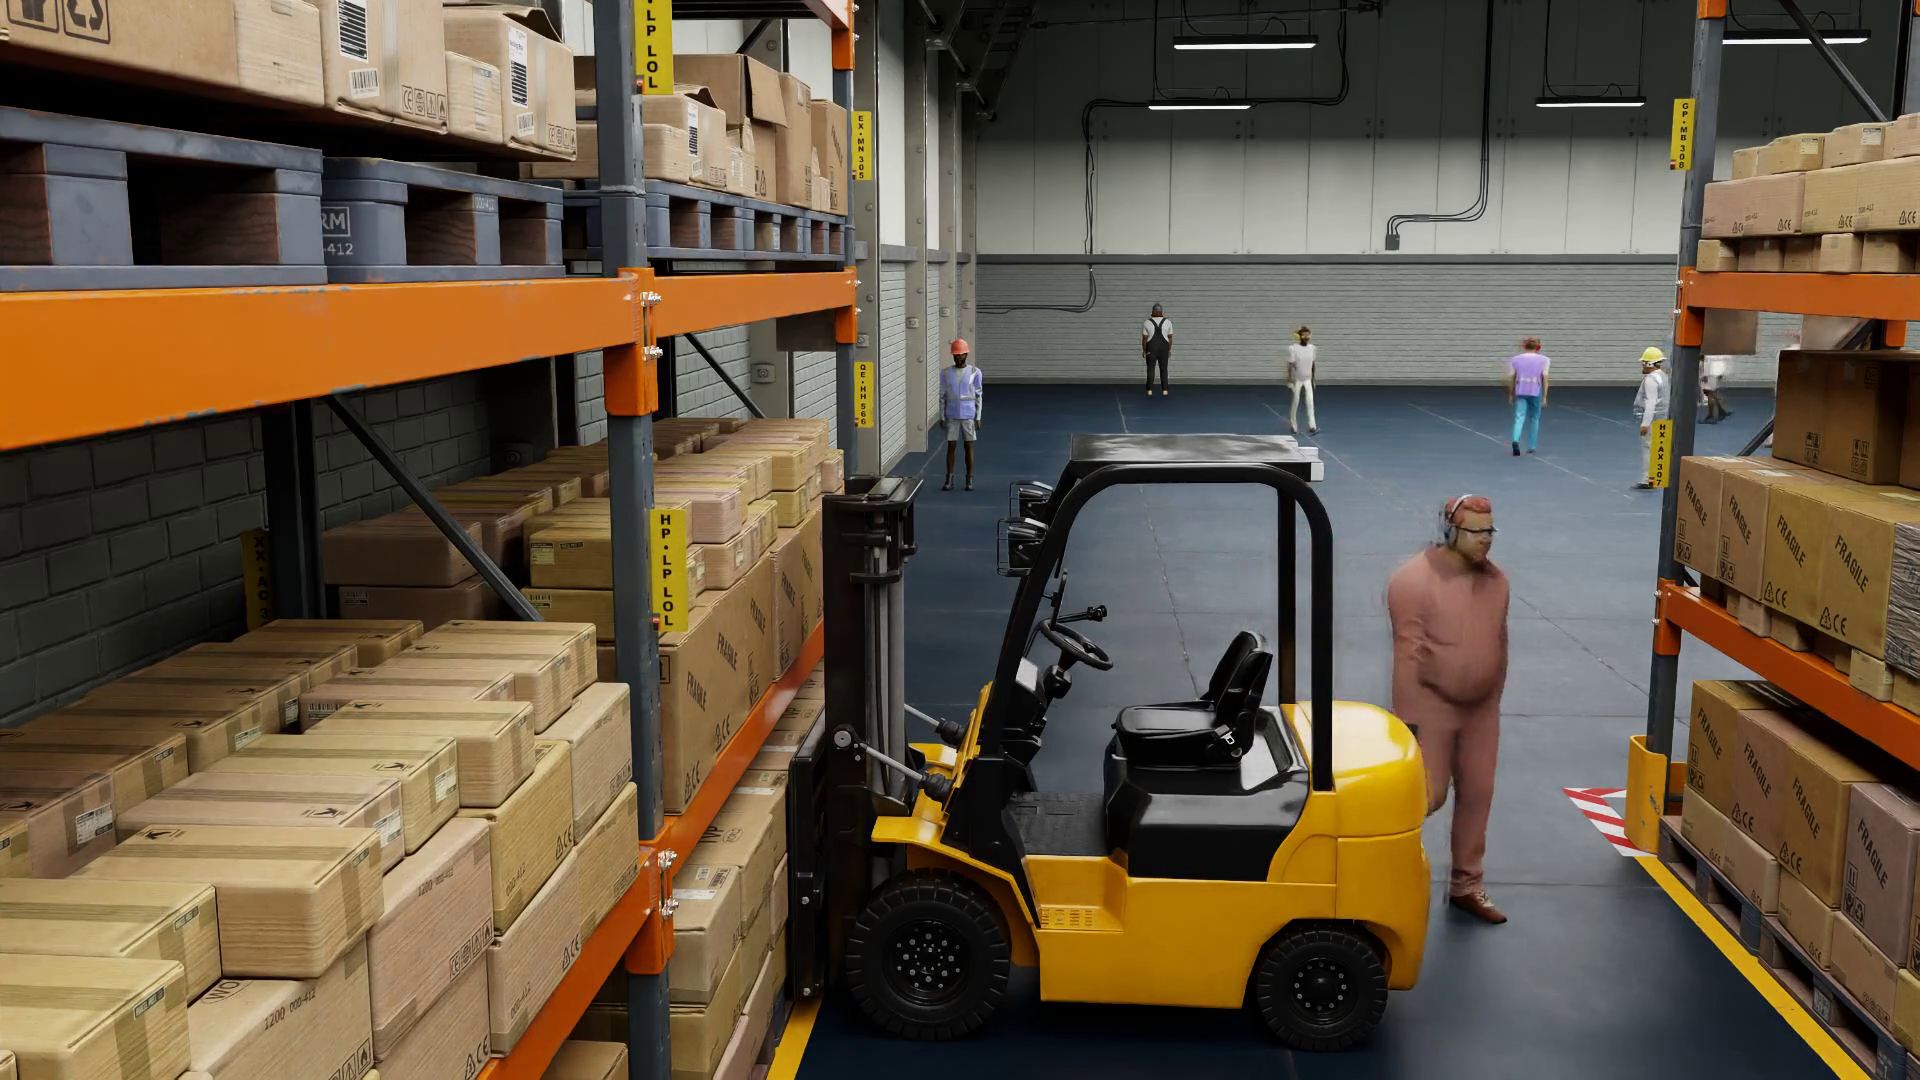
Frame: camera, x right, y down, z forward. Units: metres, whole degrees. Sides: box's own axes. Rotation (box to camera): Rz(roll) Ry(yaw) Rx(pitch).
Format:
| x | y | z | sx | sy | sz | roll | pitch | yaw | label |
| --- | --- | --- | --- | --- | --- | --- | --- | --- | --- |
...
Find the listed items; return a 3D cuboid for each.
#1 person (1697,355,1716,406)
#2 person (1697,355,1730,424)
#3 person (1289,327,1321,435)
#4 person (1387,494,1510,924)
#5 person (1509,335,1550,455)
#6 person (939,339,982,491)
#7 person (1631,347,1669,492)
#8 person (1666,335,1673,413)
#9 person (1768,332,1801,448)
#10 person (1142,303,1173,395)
| x | y | z | sx | sy | sz | roll | pitch | yaw | label |
| --- | --- | --- | --- | --- | --- | --- | --- | --- | --- |
| 15.156 | -3.689 | 33.803 | 0.790 | 1.965 | 0.655 | 7 | 12 | 37 | person |
| 13.589 | -3.039 | 30.004 | 0.465 | 1.925 | 0.542 | 8 | 12 | 39 | person |
| 5.814 | -2.667 | 28.051 | 0.551 | 1.827 | 0.942 | -2 | 9 | -9 | person |
| 2.147 | 0.715 | 7.375 | 0.641 | 1.883 | 0.638 | -4 | 10 | -22 | person |
| 8.617 | -2.196 | 25.235 | 0.573 | 1.821 | 0.835 | 5 | 11 | 30 | person |
| 0.007 | -1.585 | 21.160 | 0.548 | 1.937 | 0.379 | 1 | 9 | 8 | person |
| 8.780 | -1.533 | 21.162 | 0.403 | 1.830 | 0.599 | 7 | 11 | 35 | person |
| 13.851 | -3.330 | 31.925 | 0.650 | 1.887 | 1.032 | 1 | 9 | 7 | person |
| 13.102 | -2.314 | 25.810 | 0.980 | 1.851 | 0.674 | 6 | 11 | 31 | person |
| 4.369 | -4.246 | 36.973 | 0.679 | 2.000 | 0.537 | 0 | 9 | 0 | person |
